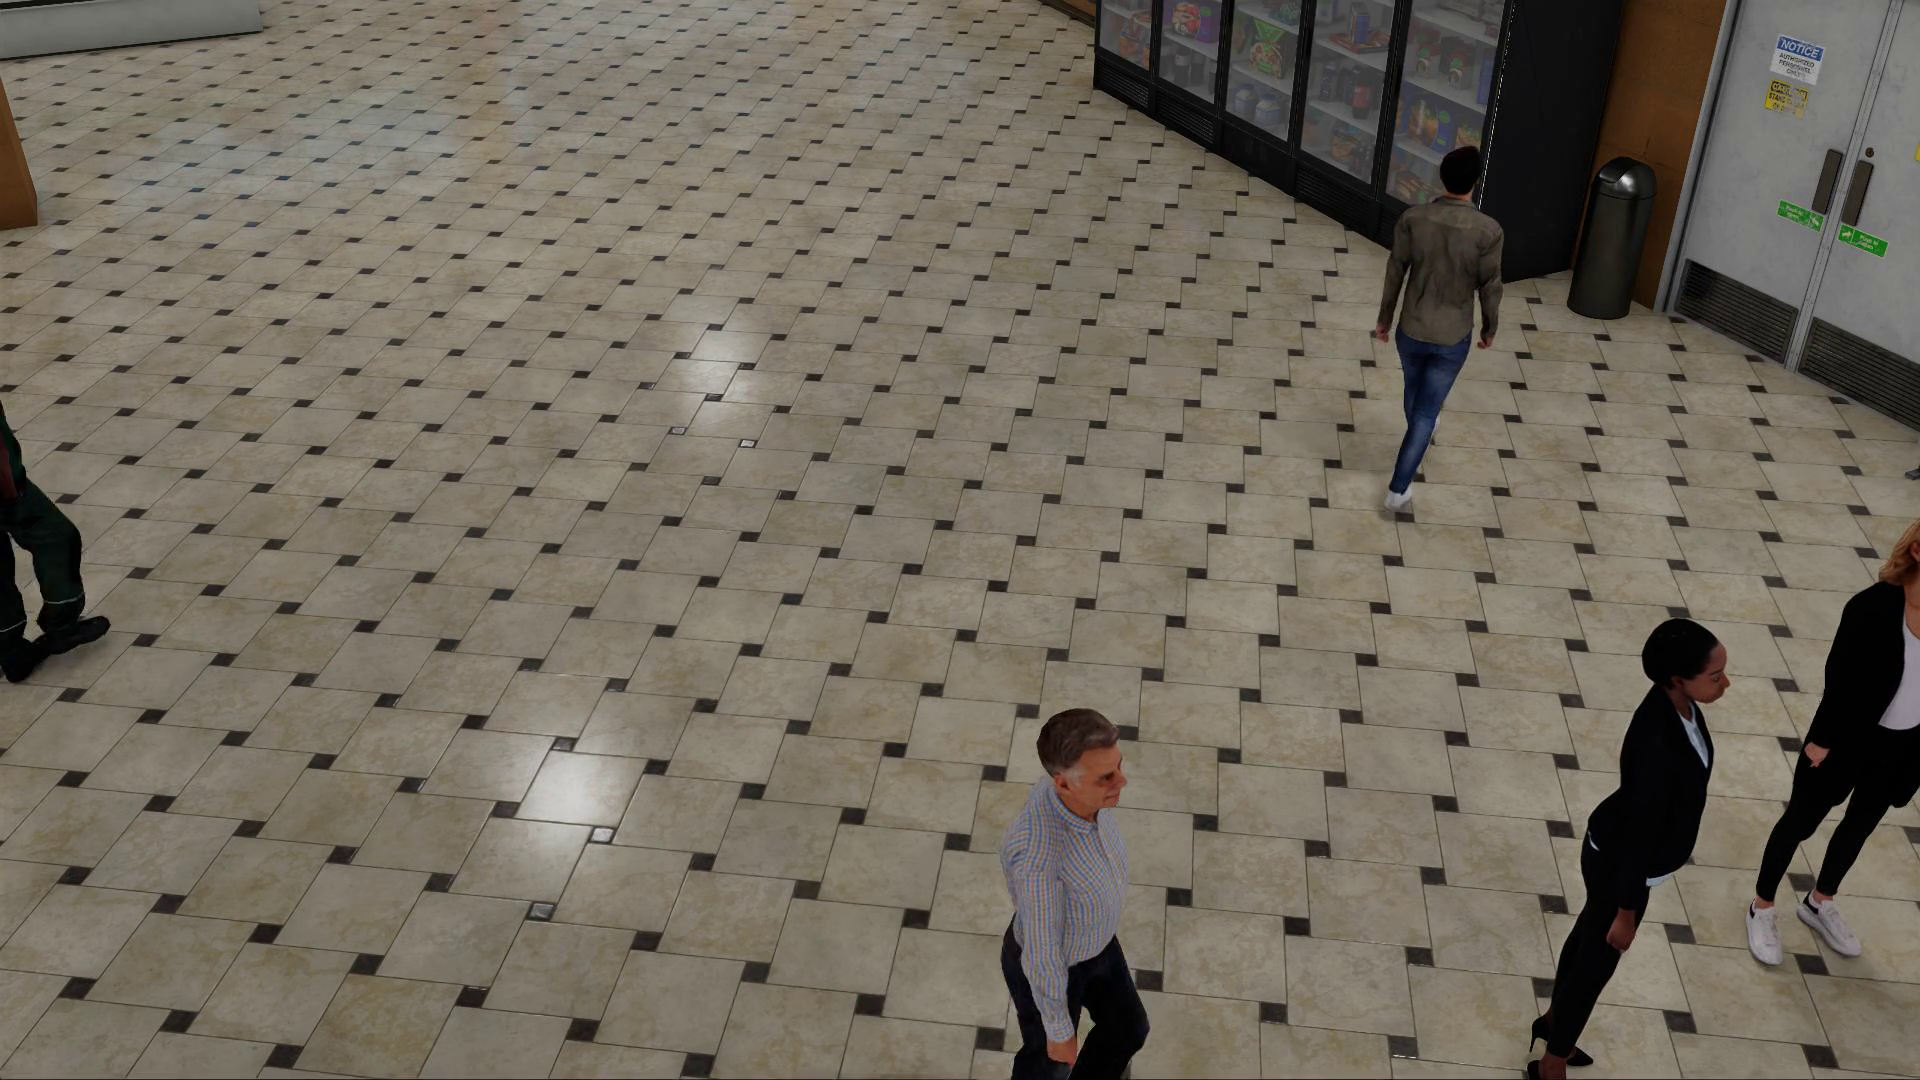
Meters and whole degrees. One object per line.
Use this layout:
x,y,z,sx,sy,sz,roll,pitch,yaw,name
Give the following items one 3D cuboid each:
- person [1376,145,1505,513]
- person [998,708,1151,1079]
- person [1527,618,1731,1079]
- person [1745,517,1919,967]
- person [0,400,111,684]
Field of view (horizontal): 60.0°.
2.329,-0.987,8.262,1.136,1.814,1.282,17,36,25,person
0.232,1.173,4.795,0.866,1.810,0.788,14,35,22,person
2.008,1.009,5.035,0.736,1.834,0.650,15,35,23,person
3.053,0.670,5.611,0.575,1.801,0.729,-3,32,-5,person
-4.166,-0.179,6.955,0.839,1.824,0.910,6,32,10,person
